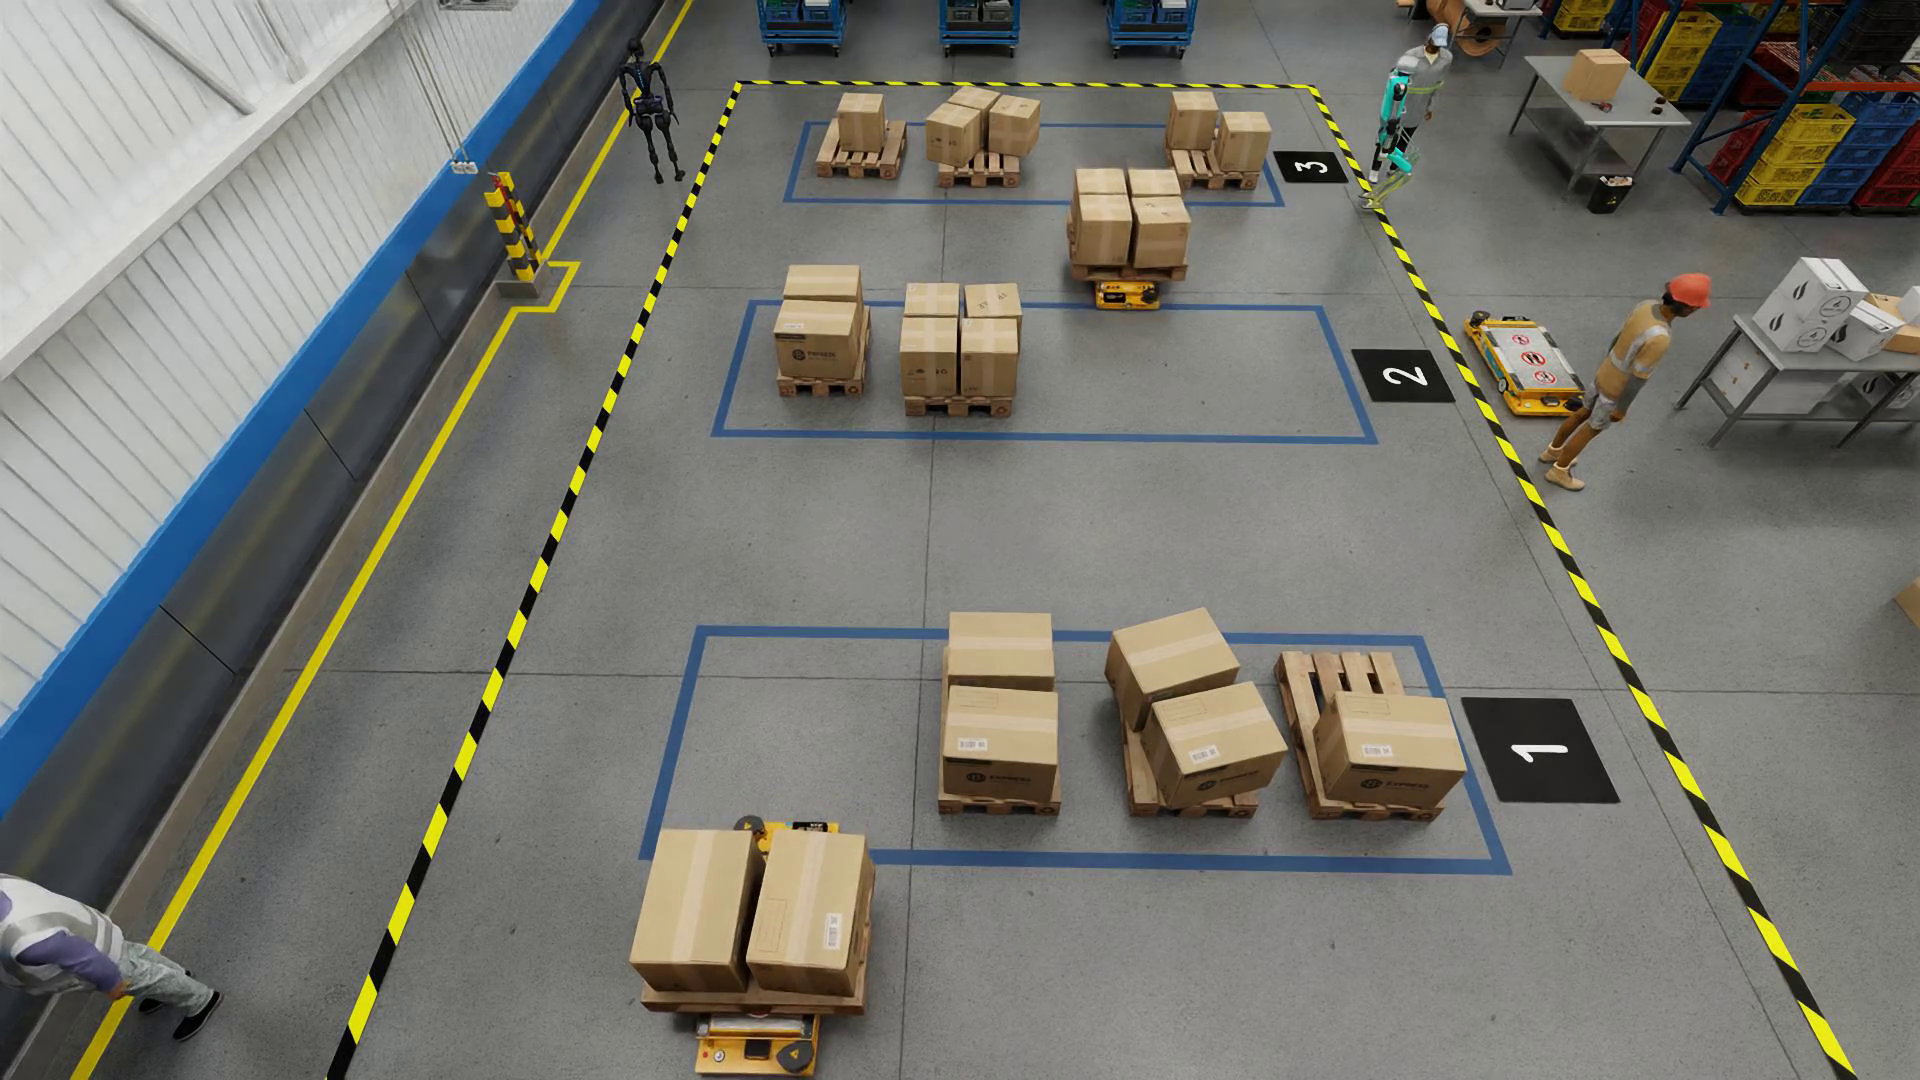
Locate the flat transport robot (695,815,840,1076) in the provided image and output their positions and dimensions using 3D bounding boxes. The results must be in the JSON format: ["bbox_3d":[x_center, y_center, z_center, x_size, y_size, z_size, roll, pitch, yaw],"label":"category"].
[{"bbox_3d":[-1.123,2.364,5.469,0.652,0.197,1.431,1,49,1],"label":"flat transport robot"}]

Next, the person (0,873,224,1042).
[{"bbox_3d":[-4.489,2.126,4.661,0.590,1.828,0.404,25,54,20],"label":"person"}]

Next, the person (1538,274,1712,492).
[{"bbox_3d":[5.388,-1.269,7.461,0.389,2.039,0.613,12,50,10],"label":"person"}]

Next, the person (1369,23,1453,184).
[{"bbox_3d":[5.417,-5.210,10.997,0.587,1.851,0.387,0,49,0],"label":"person"}]

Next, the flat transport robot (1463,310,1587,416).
[{"bbox_3d":[5.573,-1.757,9.054,0.659,0.231,1.431,1,49,1],"label":"flat transport robot"}]

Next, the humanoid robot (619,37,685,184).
[{"bbox_3d":[-3.737,-5.169,11.067,0.599,1.655,0.315,-7,50,-6],"label":"humanoid robot"}]

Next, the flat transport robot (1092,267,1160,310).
[{"bbox_3d":[1.801,-3.053,10.158,0.652,0.197,1.431,1,49,1],"label":"flat transport robot"}]

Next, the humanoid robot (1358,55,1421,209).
[{"bbox_3d":[5.049,-4.604,10.458,0.735,1.677,0.533,9,50,8],"label":"humanoid robot"}]
